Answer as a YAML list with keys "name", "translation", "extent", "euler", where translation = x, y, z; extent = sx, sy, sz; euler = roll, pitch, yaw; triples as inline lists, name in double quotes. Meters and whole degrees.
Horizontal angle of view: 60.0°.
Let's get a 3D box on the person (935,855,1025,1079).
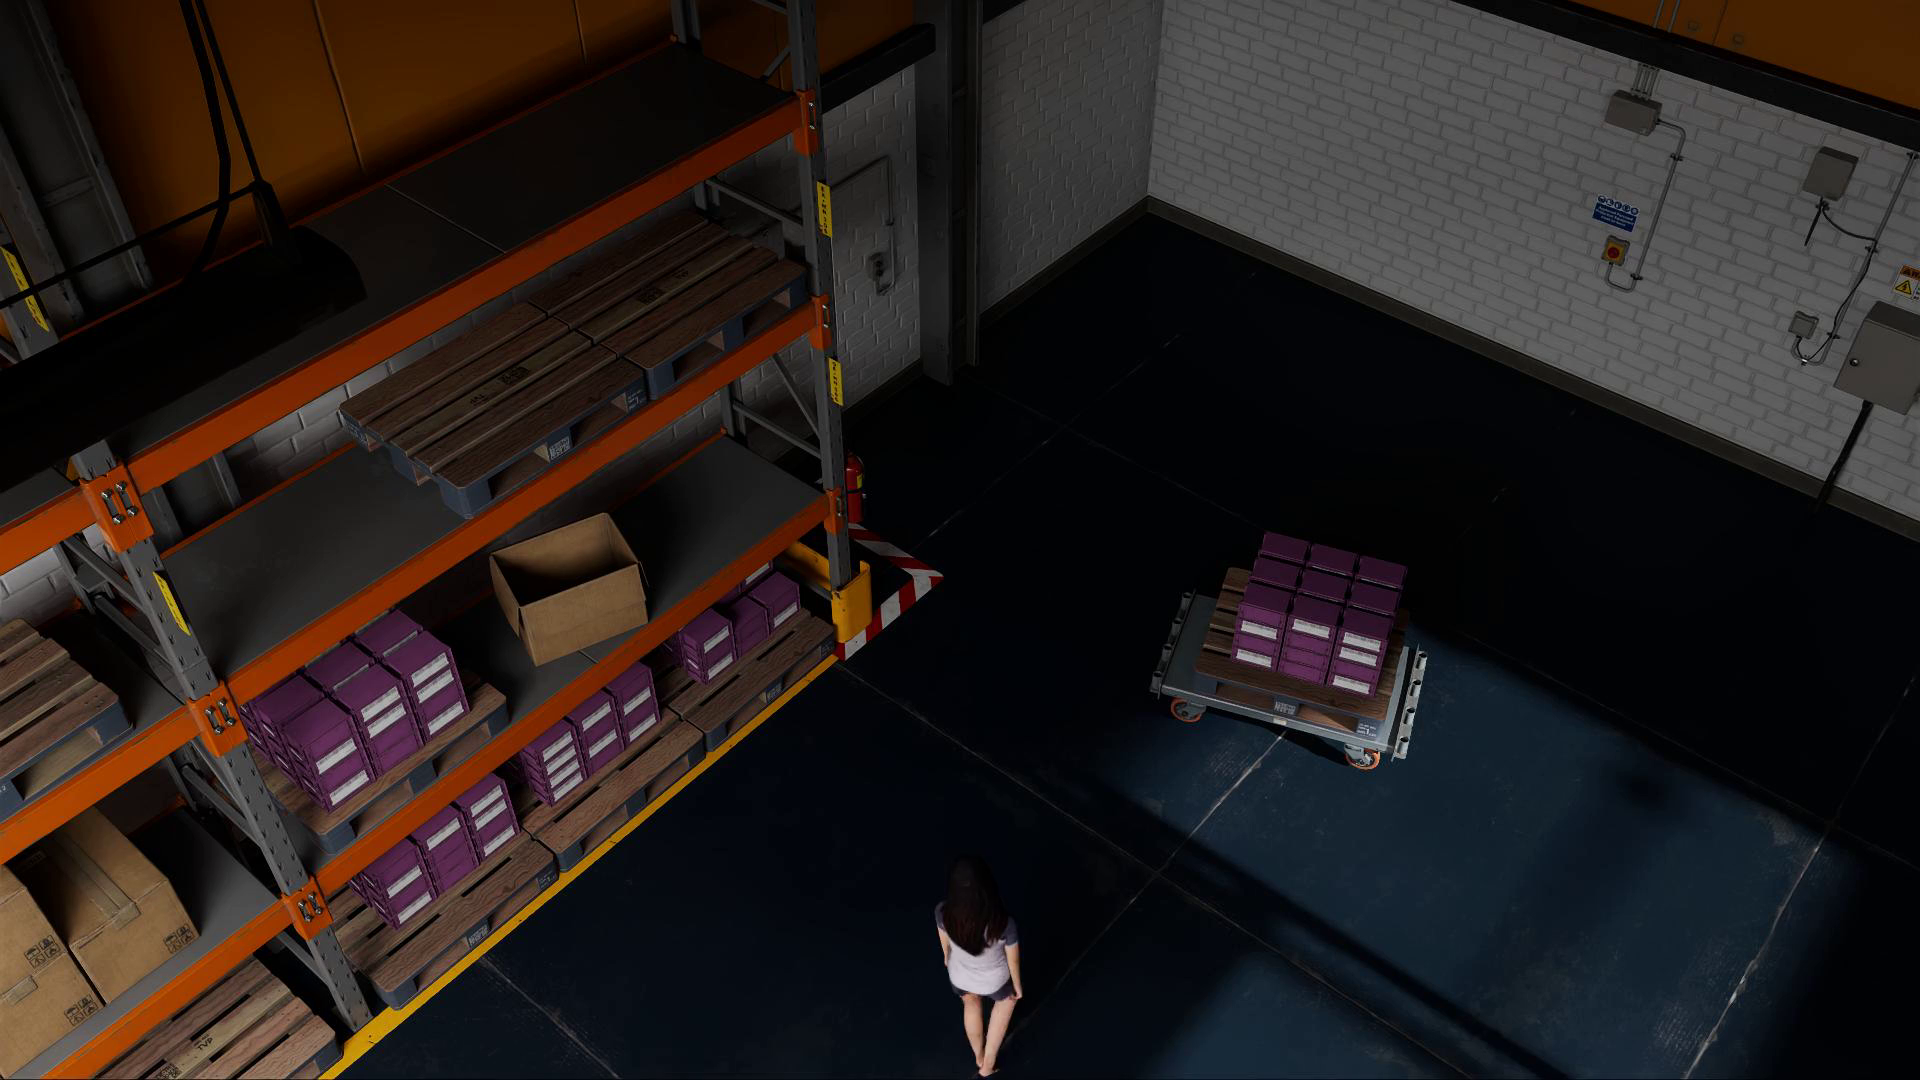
- name: "person"
  translation: [0.075, 2.280, 8.571]
  extent: [0.750, 1.691, 0.773]
  euler: [13, 45, 14]
